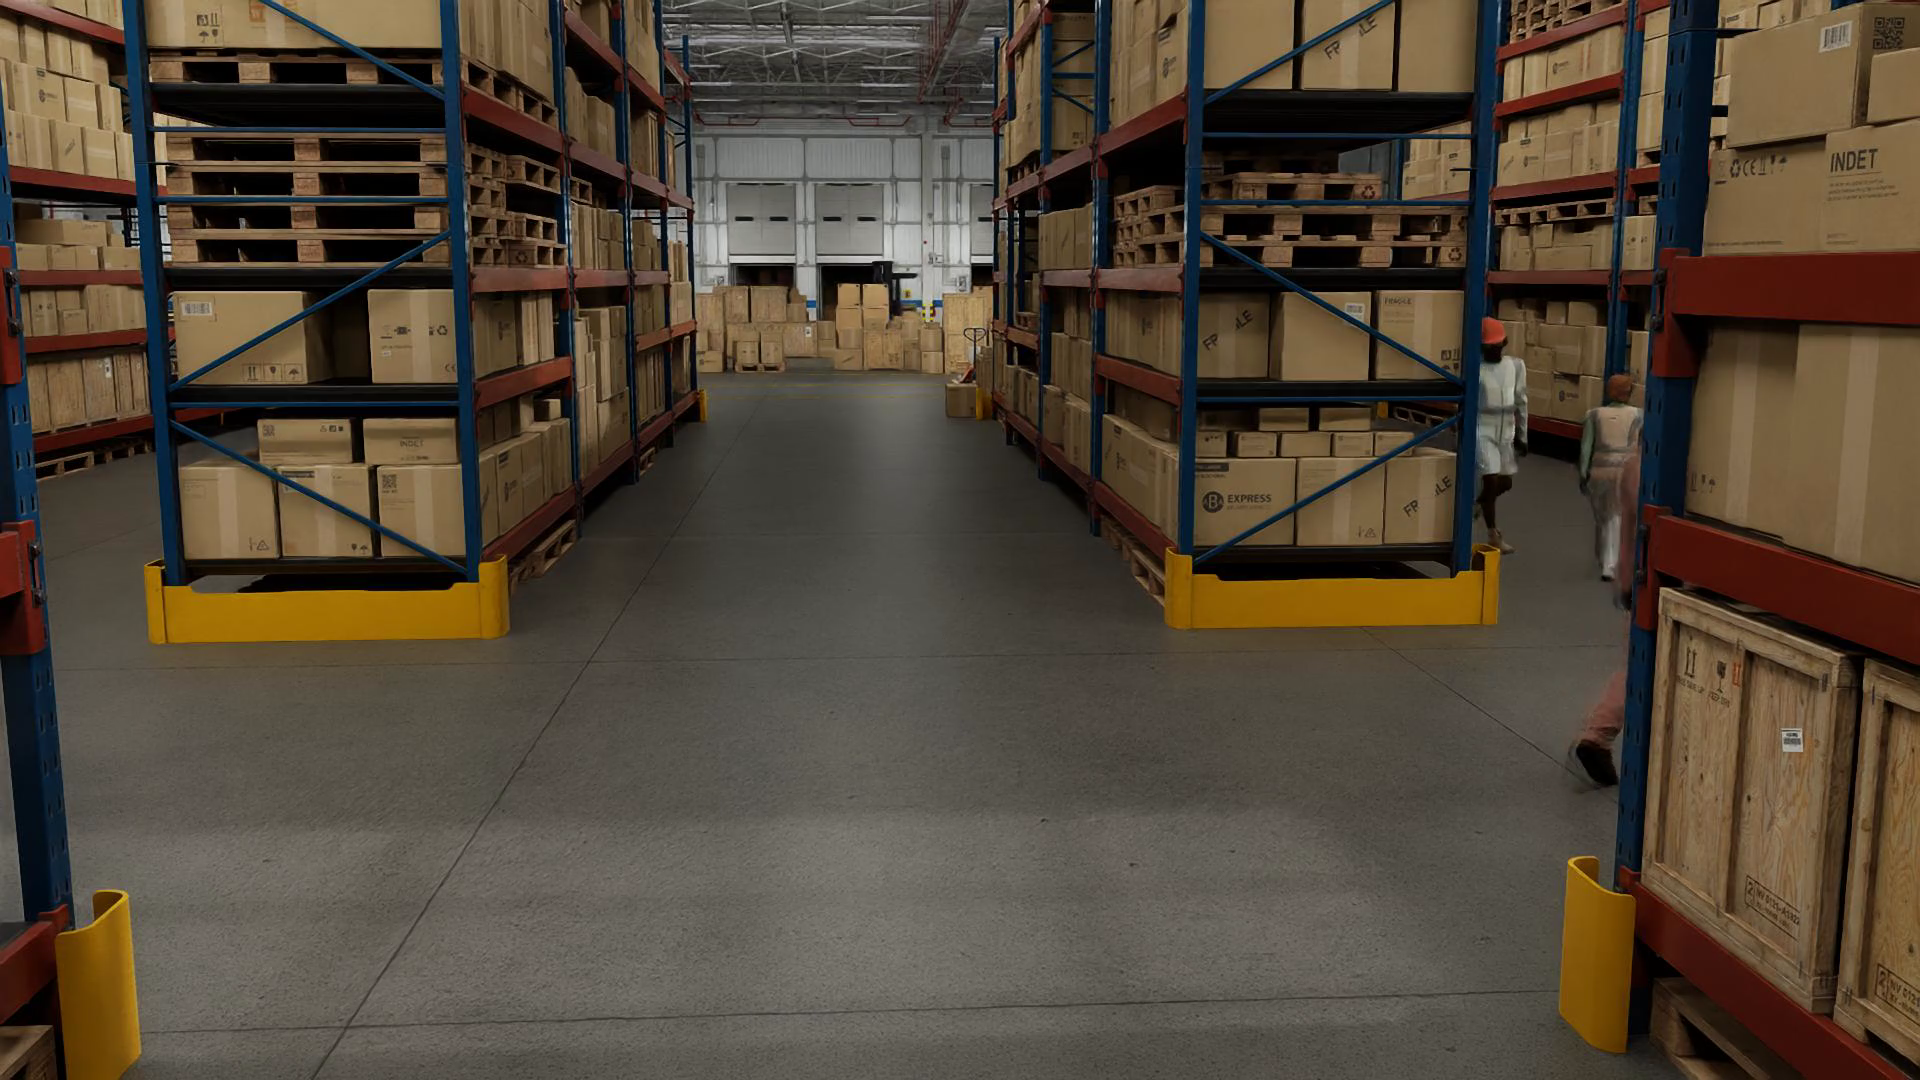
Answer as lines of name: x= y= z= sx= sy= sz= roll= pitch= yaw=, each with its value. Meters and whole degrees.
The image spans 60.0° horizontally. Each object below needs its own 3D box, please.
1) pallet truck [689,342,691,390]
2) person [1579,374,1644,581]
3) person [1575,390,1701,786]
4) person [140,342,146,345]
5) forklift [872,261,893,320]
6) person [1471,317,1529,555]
pallet truck: x=-5.225 y=-3.008 z=27.480 sx=1.885 sy=1.965 sz=0.823 roll=2 pitch=9 yaw=14
person: x=5.099 y=-0.493 z=12.975 sx=0.507 sy=1.590 sz=0.897 roll=5 pitch=10 yaw=30
person: x=3.270 y=0.215 z=7.638 sx=0.892 sy=1.879 sz=0.651 roll=-5 pitch=10 yaw=-30
person: x=-27.476 y=-7.554 z=56.035 sx=0.397 sy=1.992 sz=0.621 roll=1 pitch=9 yaw=8
forklift: x=-2.571 y=-7.866 z=55.224 sx=1.873 sy=2.768 sz=1.129 roll=-5 pitch=10 yaw=-27
person: x=4.512 y=-0.905 z=14.230 sx=0.646 sy=2.015 sz=0.718 roll=-2 pitch=9 yaw=-12
